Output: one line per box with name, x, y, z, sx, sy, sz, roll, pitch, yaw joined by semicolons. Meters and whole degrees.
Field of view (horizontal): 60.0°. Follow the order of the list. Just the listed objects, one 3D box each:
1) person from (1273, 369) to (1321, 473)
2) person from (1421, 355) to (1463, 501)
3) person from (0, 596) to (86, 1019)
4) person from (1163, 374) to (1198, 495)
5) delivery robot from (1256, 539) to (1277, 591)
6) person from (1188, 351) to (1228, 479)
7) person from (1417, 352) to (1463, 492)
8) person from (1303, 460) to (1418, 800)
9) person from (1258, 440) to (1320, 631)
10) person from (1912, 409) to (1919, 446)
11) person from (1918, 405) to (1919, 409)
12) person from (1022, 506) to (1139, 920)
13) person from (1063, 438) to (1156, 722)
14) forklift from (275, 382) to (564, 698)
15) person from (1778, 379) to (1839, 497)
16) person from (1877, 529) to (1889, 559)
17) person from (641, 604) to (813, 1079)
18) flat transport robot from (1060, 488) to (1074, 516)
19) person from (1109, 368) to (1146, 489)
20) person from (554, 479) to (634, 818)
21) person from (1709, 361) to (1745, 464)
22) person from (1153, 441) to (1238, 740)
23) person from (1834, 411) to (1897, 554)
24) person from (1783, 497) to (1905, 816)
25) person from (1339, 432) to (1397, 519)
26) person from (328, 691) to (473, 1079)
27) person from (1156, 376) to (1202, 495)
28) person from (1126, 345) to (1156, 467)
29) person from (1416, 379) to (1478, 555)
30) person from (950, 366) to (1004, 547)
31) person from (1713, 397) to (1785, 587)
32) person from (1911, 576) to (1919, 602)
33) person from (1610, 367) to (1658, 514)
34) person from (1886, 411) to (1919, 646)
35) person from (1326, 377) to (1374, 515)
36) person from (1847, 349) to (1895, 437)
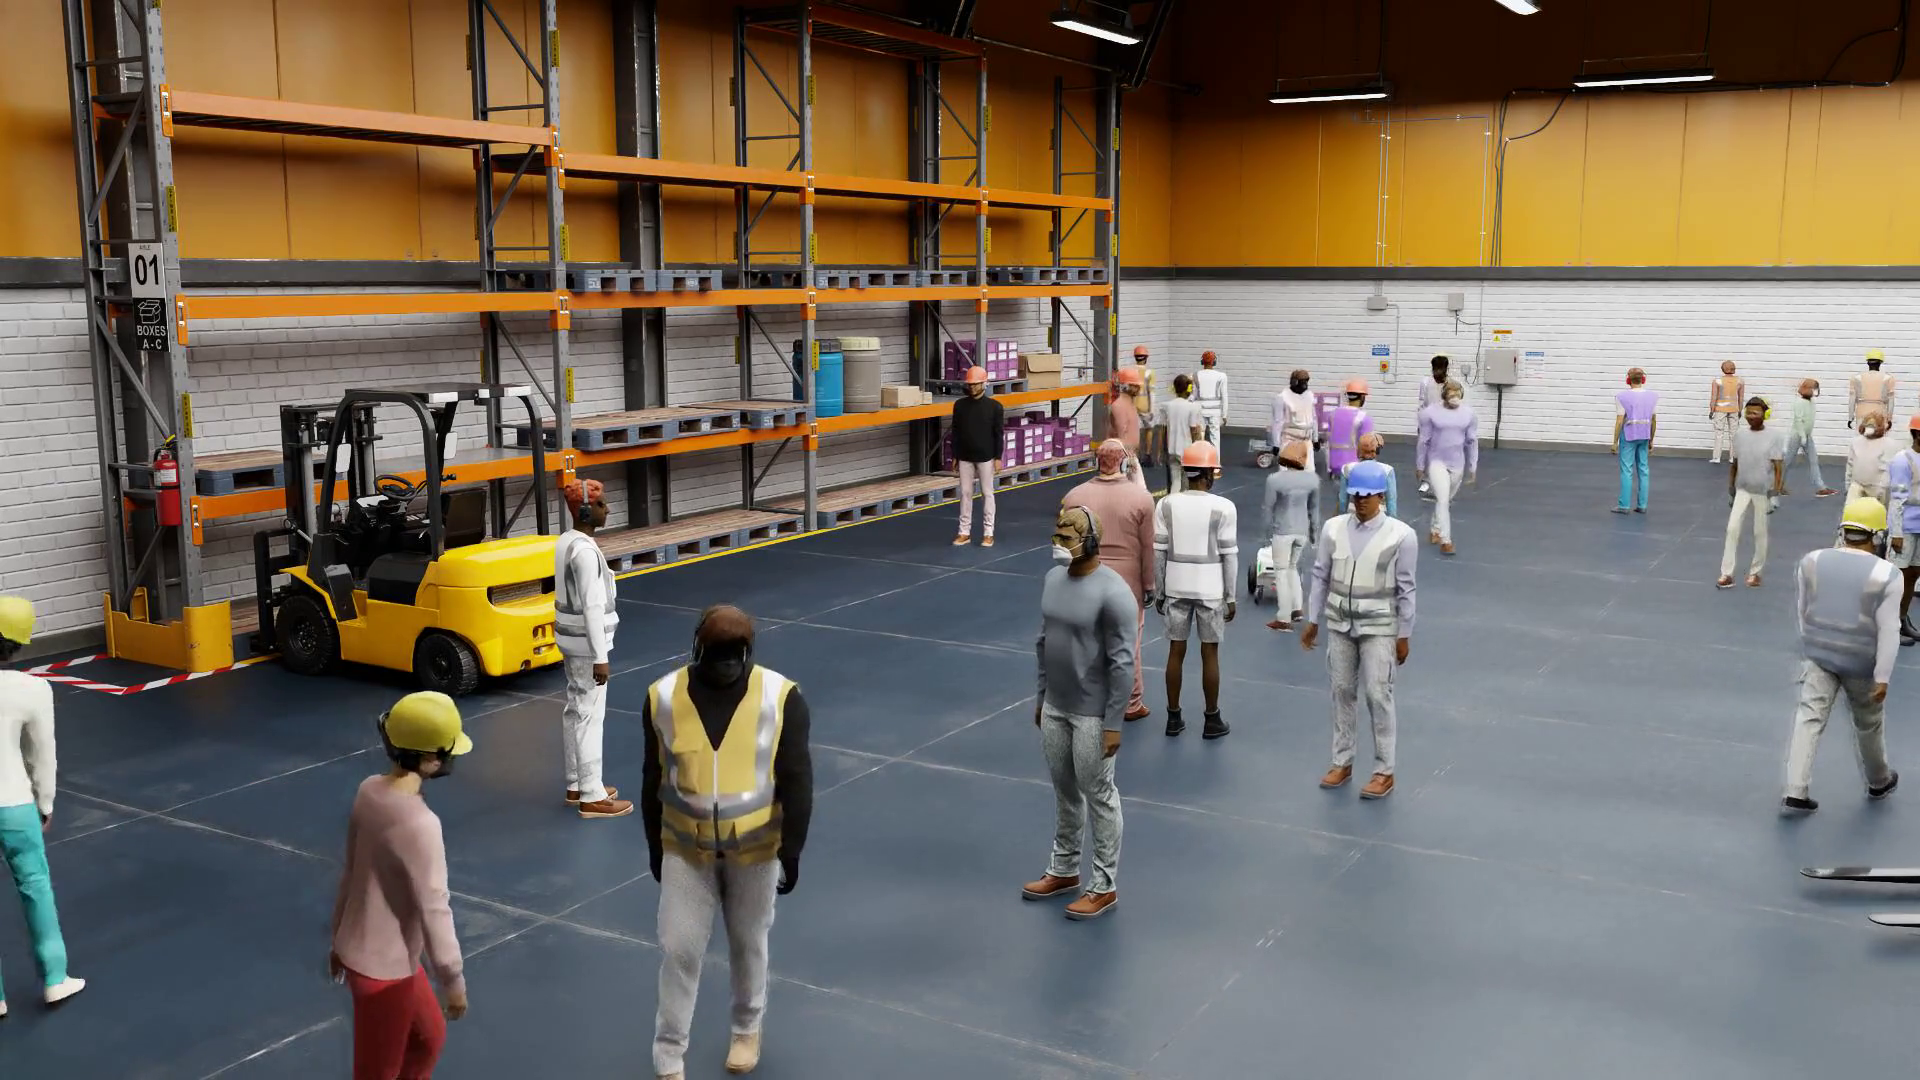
person;4.183;-1.231;20.855;0.637;1.822;0.478;-5;10;-29
person;6.295;-1.461;21.882;0.421;1.945;0.636;-5;11;-31
person;-3.875;1.096;6.673;0.344;1.719;0.613;8;12;41
person;2.570;-0.991;19.249;0.532;1.850;0.408;9;13;44
delivery robot;2.911;0.236;15.336;0.477;0.478;0.707;2;9;10
person;3.638;-1.837;24.430;0.584;1.882;0.348;1;9;9
person;6.599;-1.615;22.901;0.586;1.930;0.356;3;9;16
person;2.330;0.501;9.652;0.615;1.945;0.422;8;12;40
person;2.774;-0.038;14.068;0.498;1.608;0.378;-4;10;-24
person;10.185;-0.751;17.306;0.639;1.985;1.039;2;9;12
person;13.755;-1.622;23.265;0.642;1.826;0.552;6;11;32
person;0.564;0.799;7.808;0.371;1.941;0.627;-6;11;-34
person;1.026;0.270;11.200;0.641;1.912;0.410;3;10;18
forklift;-3.974;-0.067;12.417;2.313;2.155;1.214;5;11;30
person;11.368;-1.354;22.309;0.500;1.590;0.852;-6;11;-33
person;9.546;-0.593;16.450;0.626;1.960;0.984;-8;12;-40
person;-0.858;1.130;6.123;0.644;1.813;0.609;0;9;-2
flat transport robot;1.665;-0.473;20.937;0.652;0.197;1.431;2;9;10
person;1.956;-0.926;18.522;0.891;1.959;0.628;4;10;25
person;-2.063;0.597;9.242;0.354;1.883;0.576;-4;10;-26
person;12.125;-2.016;26.312;0.511;1.640;0.308;1;9;4
person;1.531;0.323;10.790;0.549;1.934;0.374;4;10;23
person;9.491;-0.556;17.335;0.794;1.594;0.517;-7;11;-36
person;4.964;0.643;9.291;0.969;1.781;0.597;-7;12;-38
person;3.534;-0.115;14.438;0.514;1.642;0.311;6;11;33
person;-1.772;1.318;5.213;0.625;1.727;0.535;-6;11;-32
person;2.627;-1.067;19.947;0.538;1.796;0.958;2;9;11
person;2.803;-2.052;25.727;0.537;1.904;0.635;4;10;25
person;5.297;-0.820;18.125;0.631;1.882;1.056;0;9;-2
person;0.174;-0.913;18.346;0.628;1.991;0.416;3;10;20
person;7.508;-0.427;15.789;0.515;1.841;0.829;8;12;41
person;9.155;-0.307;15.193;0.939;1.775;0.617;-1;9;-7
person;8.426;-1.232;20.787;0.564;1.841;0.391;-2;9;-10
person;7.739;-0.101;13.479;0.541;1.930;0.386;-5;10;-29
person;4.153;-0.770;17.700;0.636;1.906;0.556;-7;12;-39
person;13.145;-1.787;24.015;0.585;1.917;0.382;5;10;29
